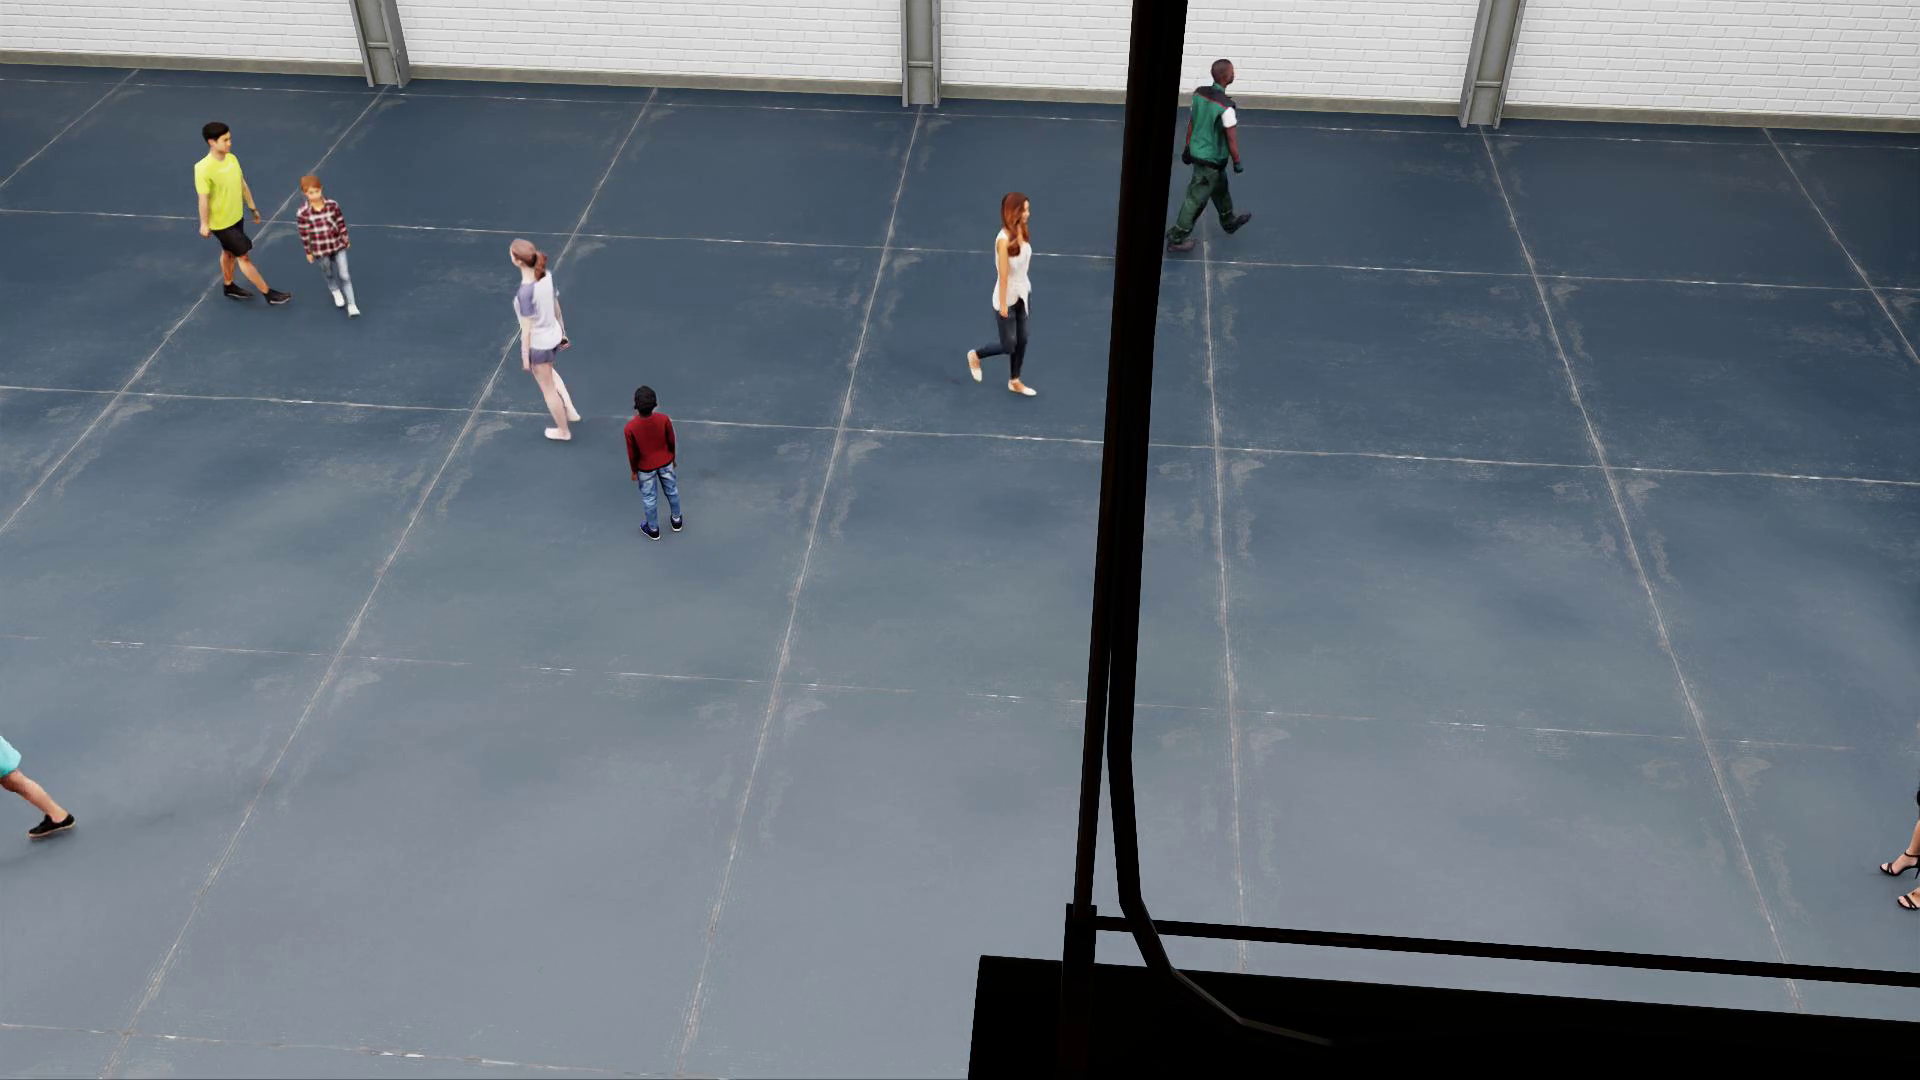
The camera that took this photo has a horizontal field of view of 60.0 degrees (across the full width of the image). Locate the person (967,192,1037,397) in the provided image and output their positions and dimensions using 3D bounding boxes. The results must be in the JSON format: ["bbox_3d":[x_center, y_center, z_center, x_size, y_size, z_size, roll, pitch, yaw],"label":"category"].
[{"bbox_3d":[0.337,-1.940,13.230,0.951,1.769,0.818,21,43,25],"label":"person"}]

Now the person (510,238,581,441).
[{"bbox_3d":[-3.106,-1.496,12.685,0.683,1.756,0.670,12,40,15],"label":"person"}]

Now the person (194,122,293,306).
[{"bbox_3d":[-6.431,-2.803,14.390,0.987,1.670,0.713,9,39,11],"label":"person"}]

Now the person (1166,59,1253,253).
[{"bbox_3d":[2.185,-3.413,15.069,1.289,1.776,1.071,-16,41,-19],"label":"person"}]

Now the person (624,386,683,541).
[{"bbox_3d":[-2.196,-0.563,11.917,0.558,1.256,0.643,-19,42,-22],"label":"person"}]

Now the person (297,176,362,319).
[{"bbox_3d":[-5.500,-2.573,14.419,0.899,1.276,0.874,-18,42,-21],"label":"person"}]
